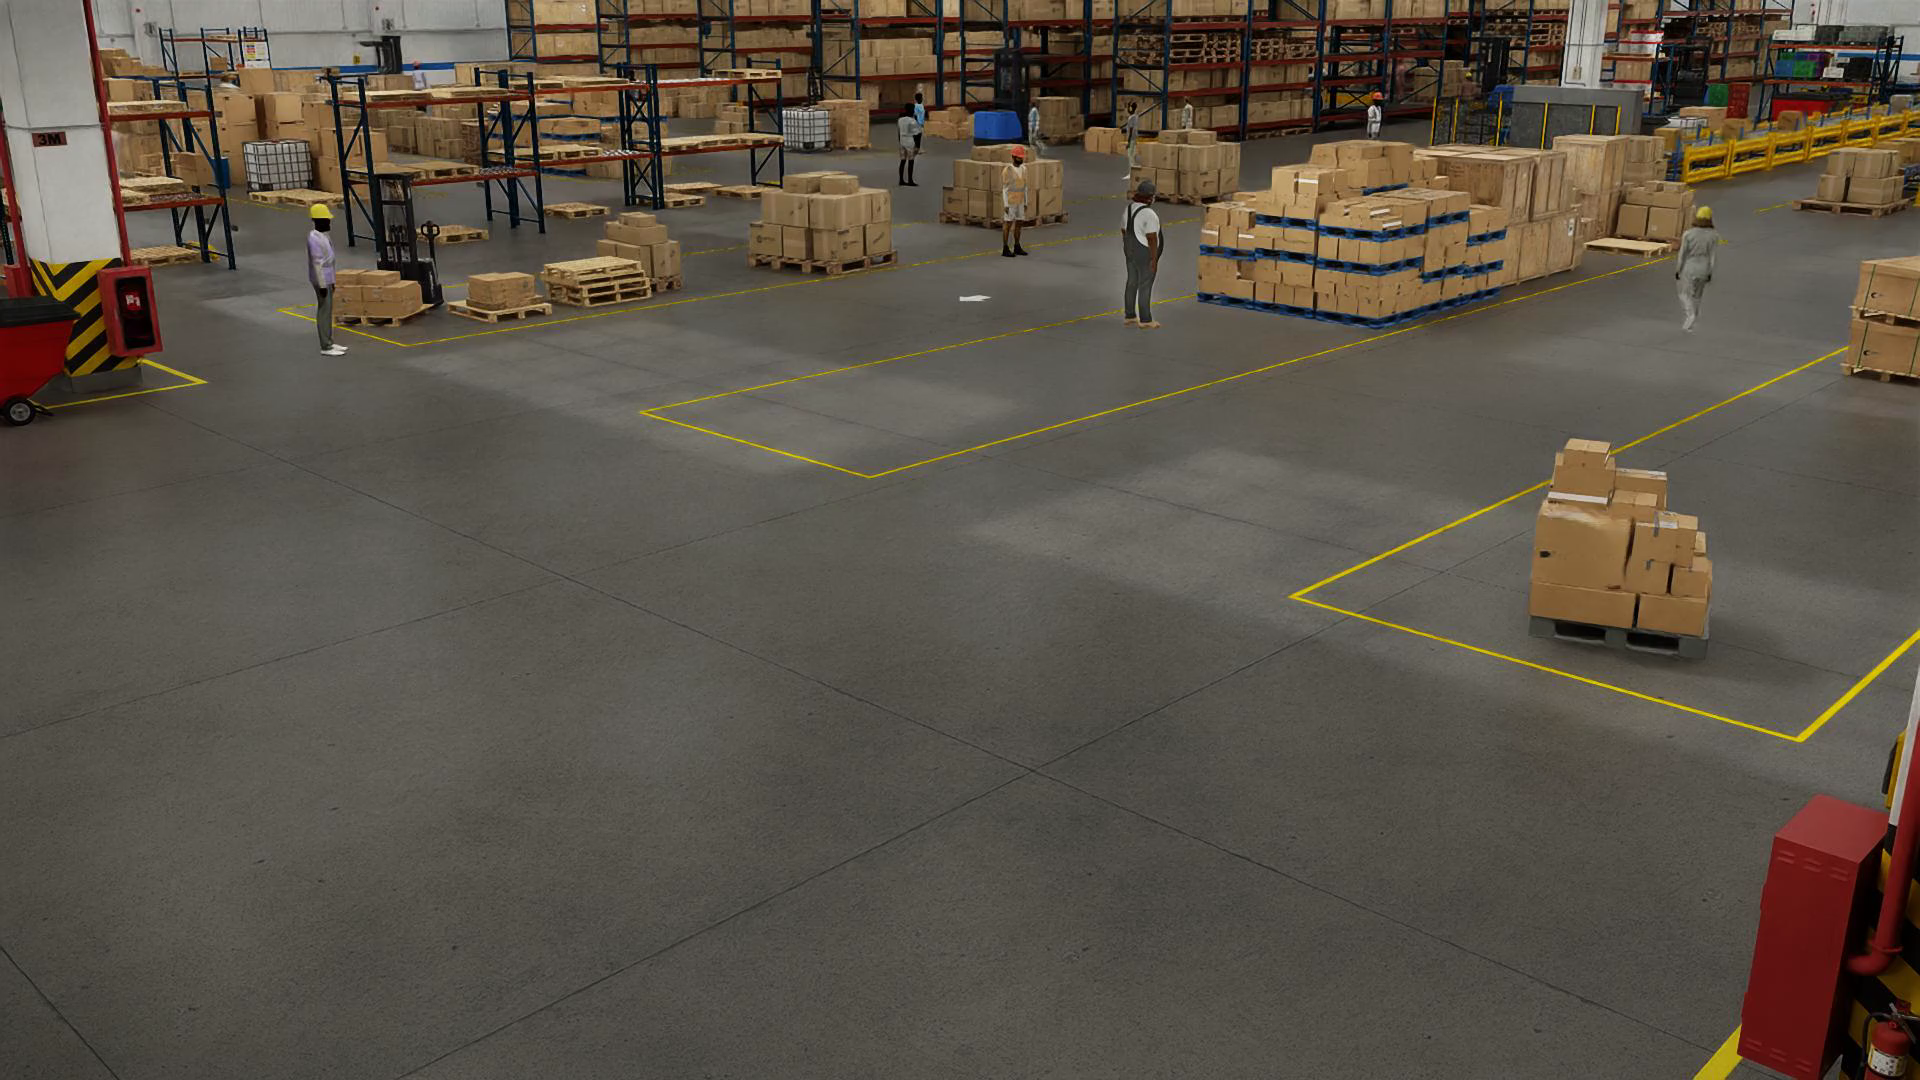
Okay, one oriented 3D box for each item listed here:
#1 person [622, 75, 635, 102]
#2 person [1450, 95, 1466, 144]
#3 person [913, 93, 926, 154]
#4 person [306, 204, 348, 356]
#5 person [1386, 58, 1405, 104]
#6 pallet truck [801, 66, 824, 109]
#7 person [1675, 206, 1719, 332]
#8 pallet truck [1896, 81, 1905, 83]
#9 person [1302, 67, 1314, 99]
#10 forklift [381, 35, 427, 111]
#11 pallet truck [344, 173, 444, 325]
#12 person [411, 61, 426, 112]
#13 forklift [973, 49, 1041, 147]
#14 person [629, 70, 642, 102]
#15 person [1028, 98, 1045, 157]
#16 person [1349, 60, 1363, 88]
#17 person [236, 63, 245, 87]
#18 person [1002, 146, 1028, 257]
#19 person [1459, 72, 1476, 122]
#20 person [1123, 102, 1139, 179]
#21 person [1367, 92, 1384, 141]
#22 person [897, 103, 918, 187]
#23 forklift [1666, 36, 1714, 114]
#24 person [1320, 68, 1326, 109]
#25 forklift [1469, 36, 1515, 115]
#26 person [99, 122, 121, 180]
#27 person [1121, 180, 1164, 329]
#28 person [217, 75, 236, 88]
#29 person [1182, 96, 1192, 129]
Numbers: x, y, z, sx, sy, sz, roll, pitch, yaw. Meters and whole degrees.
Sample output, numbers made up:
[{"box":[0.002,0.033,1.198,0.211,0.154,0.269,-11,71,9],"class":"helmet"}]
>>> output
[{"box":[-10.565,-13.674,52.470,0.628,1.927,0.465,-8,20,-22],"class":"person"},{"box":[14.444,-12.112,48.288,0.513,1.591,0.848,17,25,41],"class":"person"},{"box":[-1.167,-11.851,47.337,0.318,1.697,0.535,7,20,19],"class":"person"},{"box":[-8.138,-3.339,21.331,0.380,1.928,0.586,-3,19,-9],"class":"person"},{"box":[17.631,-18.457,66.955,0.745,1.882,0.655,-8,20,-24],"class":"person"},{"box":[-4.812,-15.182,56.903,0.823,1.965,1.885,-9,21,-26],"class":"pallet truck"},{"box":[10.033,-3.673,22.646,0.494,1.725,0.483,1,18,4],"class":"person"},{"box":[34.802,-16.331,61.455,0.653,1.274,1.630,17,25,41],"class":"pallet truck"},{"box":[13.411,-17.262,63.675,0.648,1.650,0.804,0,18,1],"class":"person"},{"box":[-21.396,-17.657,62.978,1.129,2.768,1.873,17,25,41],"class":"forklift"},{"box":[-8.209,-4.181,23.757,0.823,1.965,1.885,3,19,9],"class":"pallet truck"},{"box":[-20.485,-17.169,63.021,0.549,1.916,0.816,-8,20,-22],"class":"person"},{"box":[1.376,-12.992,48.925,1.129,2.768,1.873,17,25,41],"class":"forklift"},{"box":[-11.027,-14.859,56.074,0.591,1.911,0.390,-8,20,-23],"class":"person"},{"box":[2.075,-11.417,46.127,0.461,1.625,0.533,-1,18,-3],"class":"person"},{"box":[18.177,-21.492,76.229,0.875,1.808,0.628,-17,25,-41],"class":"person"},{"box":[-25.552,-16.002,59.378,0.612,1.994,0.395,10,21,27],"class":"person"},{"box":[0.988,-5.928,29.140,0.541,1.928,0.398,-16,24,-39],"class":"person"},{"box":[17.687,-15.417,58.003,0.529,1.751,0.598,3,19,10],"class":"person"},{"box":[4.227,-9.859,41.065,0.314,1.869,0.537,8,20,24],"class":"person"},{"box":[10.901,-10.772,43.709,0.379,1.938,0.547,14,23,35],"class":"person"},{"box":[-1.223,-9.368,39.458,0.604,1.958,0.386,16,24,39],"class":"person"},{"box":[27.341,-17.291,61.877,1.129,2.768,1.873,17,25,41],"class":"forklift"},{"box":[13.367,-16.900,62.012,0.389,2.039,0.616,-5,19,-15],"class":"person"},{"box":[19.973,-17.201,61.605,1.873,2.768,1.129,16,24,40],"class":"forklift"},{"box":[-18.312,-8.081,35.631,0.870,1.909,0.628,13,22,33],"class":"person"},{"box":[2.559,-3.963,23.034,0.536,2.000,0.688,-10,21,-28],"class":"person"},{"box":[-23.288,-13.821,52.938,0.644,1.923,0.513,-14,23,-36],"class":"person"},{"box":[6.424,-11.735,47.080,0.305,1.637,0.522,7,20,19],"class":"person"}]
